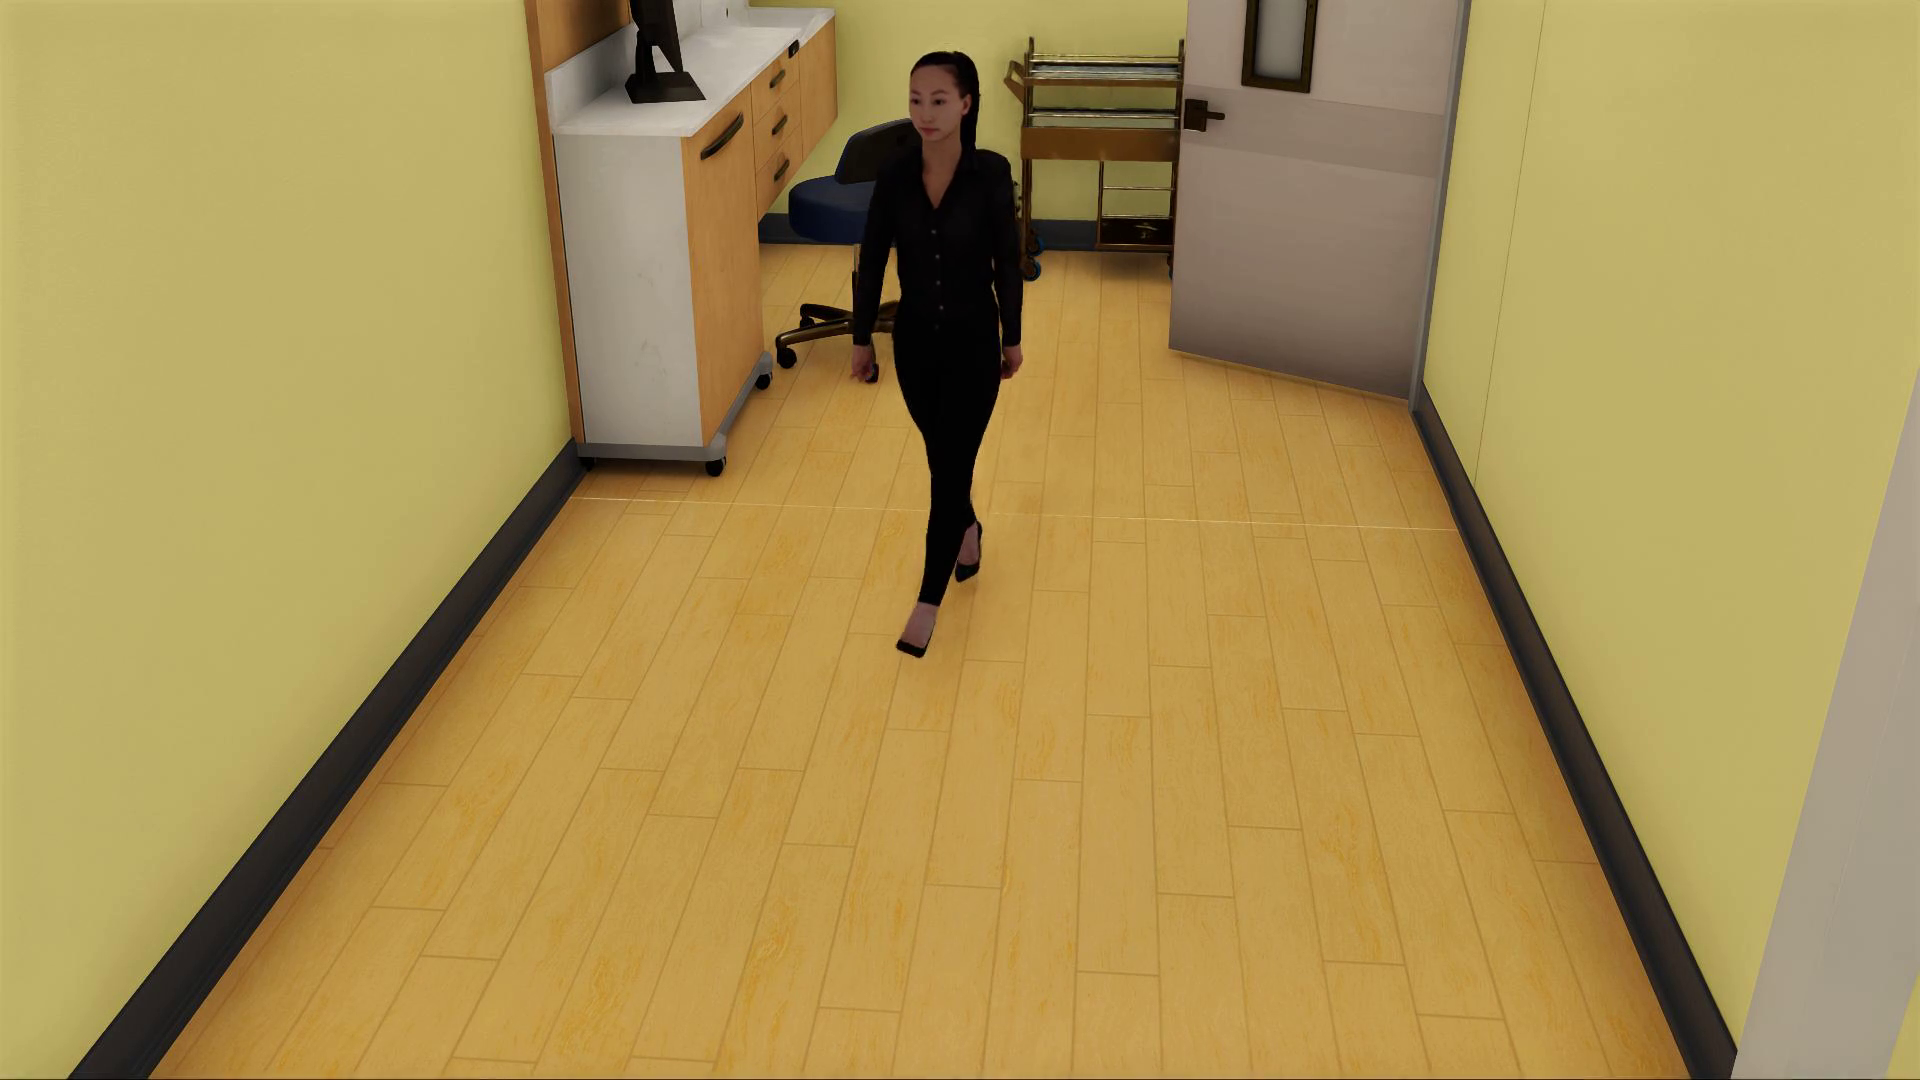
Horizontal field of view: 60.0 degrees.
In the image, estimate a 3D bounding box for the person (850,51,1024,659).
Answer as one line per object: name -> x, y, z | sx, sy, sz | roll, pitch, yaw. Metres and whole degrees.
person -> -0.027, -0.538, 4.843 | 1.047, 1.655, 0.808 | 7, 27, 15
